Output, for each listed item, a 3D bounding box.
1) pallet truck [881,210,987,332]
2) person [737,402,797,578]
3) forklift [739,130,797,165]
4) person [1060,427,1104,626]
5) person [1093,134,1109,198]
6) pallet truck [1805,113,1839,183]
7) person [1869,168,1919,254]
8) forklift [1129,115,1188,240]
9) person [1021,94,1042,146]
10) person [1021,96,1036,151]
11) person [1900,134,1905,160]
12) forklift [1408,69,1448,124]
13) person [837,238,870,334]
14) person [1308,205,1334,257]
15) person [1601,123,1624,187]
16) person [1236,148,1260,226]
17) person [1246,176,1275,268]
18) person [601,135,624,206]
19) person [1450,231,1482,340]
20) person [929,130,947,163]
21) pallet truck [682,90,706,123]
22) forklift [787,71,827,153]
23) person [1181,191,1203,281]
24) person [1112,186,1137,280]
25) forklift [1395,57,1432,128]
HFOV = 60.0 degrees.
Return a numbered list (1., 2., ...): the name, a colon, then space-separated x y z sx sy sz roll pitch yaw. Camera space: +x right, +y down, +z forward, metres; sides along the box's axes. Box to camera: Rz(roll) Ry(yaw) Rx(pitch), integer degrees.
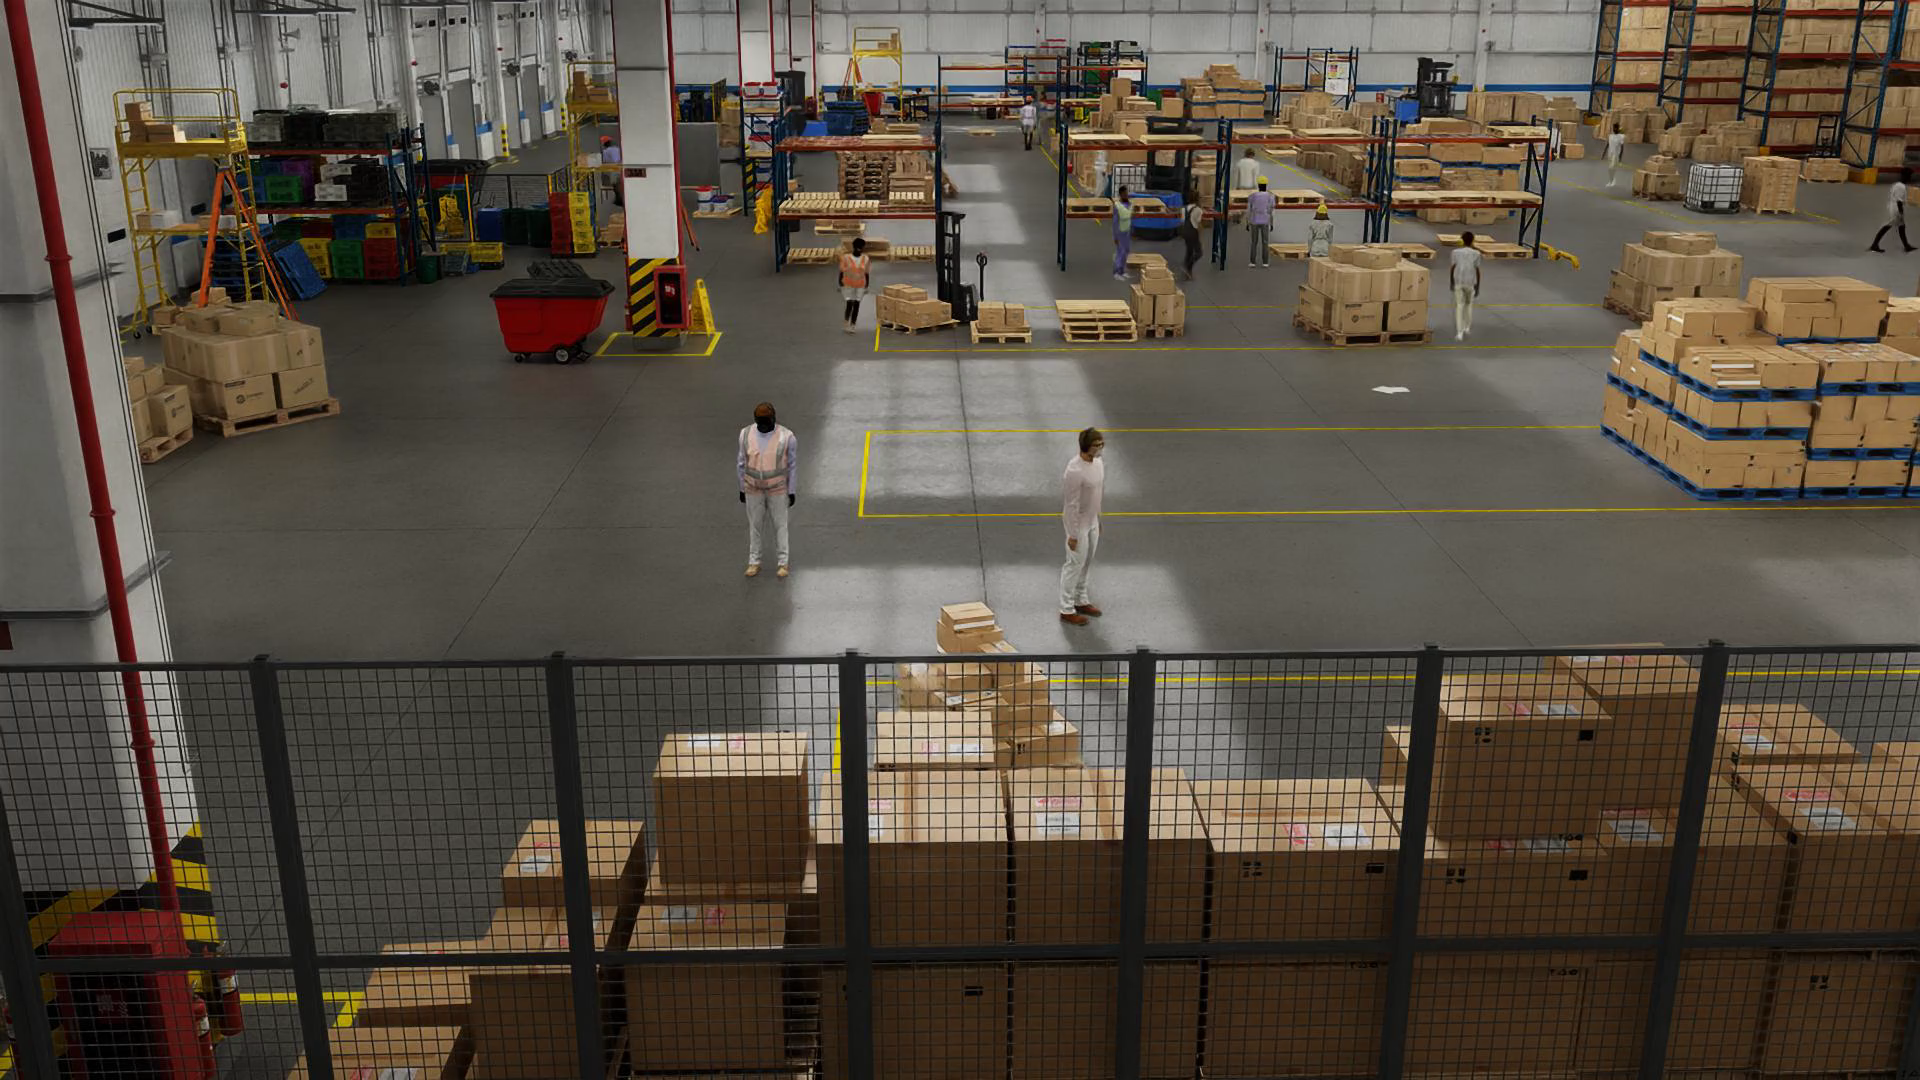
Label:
1. pallet truck: -0.493 -4.759 29.349 1.885 1.965 0.823 -13 23 -34
2. person: -1.973 -0.511 16.997 0.623 1.839 0.429 2 19 6
3. forklift: -6.391 -13.889 55.073 1.873 2.768 1.129 -1 19 -1
4. person: 1.165 -0.137 15.756 0.387 1.932 0.623 10 21 27
5. person: 3.881 -10.143 45.515 0.438 1.865 0.618 3 19 10
6. pallet truck: 26.403 -11.957 50.702 0.823 1.965 1.885 6 19 16
7. person: 20.988 -7.341 37.142 1.022 1.908 0.627 12 22 31
8. forklift: 4.854 -8.645 39.518 1.129 2.768 1.873 10 21 28
9. person: 2.697 -15.509 61.414 1.005 1.878 0.660 -14 23 -36
10. person: 2.461 -14.973 59.774 0.570 1.914 0.463 3 19 9
11. person: 30.946 -13.180 54.935 0.810 1.606 0.514 1 19 4
12. forklift: 17.013 -15.594 60.131 1.129 2.768 1.873 -1 19 -2
13. person: -1.821 -4.380 28.718 0.584 1.663 0.416 -6 20 -18
14. person: 6.998 -5.642 32.361 0.487 1.744 0.294 1 19 3
15. person: 19.292 -11.412 49.313 0.596 1.852 0.529 -11 21 -29
16. person: 7.122 -8.786 41.438 0.681 1.912 0.595 13 23 33
17. person: 6.392 -6.773 35.439 0.589 1.924 0.384 3 19 8
18. person: -9.445 -10.006 45.084 0.724 1.884 0.632 11 22 30
19. person: 8.643 -4.371 28.483 0.496 1.813 0.967 6 19 16
20. person: -0.668 -11.687 50.544 0.510 1.582 0.906 -6 20 -18
21. pallet truck: -9.671 -15.907 62.421 0.823 1.965 1.885 5 19 15
22. forklift: -5.727 -15.109 58.692 1.873 2.768 1.129 -10 21 -26
23. person: 4.731 -6.171 33.797 0.428 1.829 0.543 -13 23 -34
24. person: 3.322 -6.277 34.059 0.361 1.907 0.627 17 25 41
25. forklift: 19.099 -18.499 68.749 1.873 2.768 1.129 -1 19 -1
